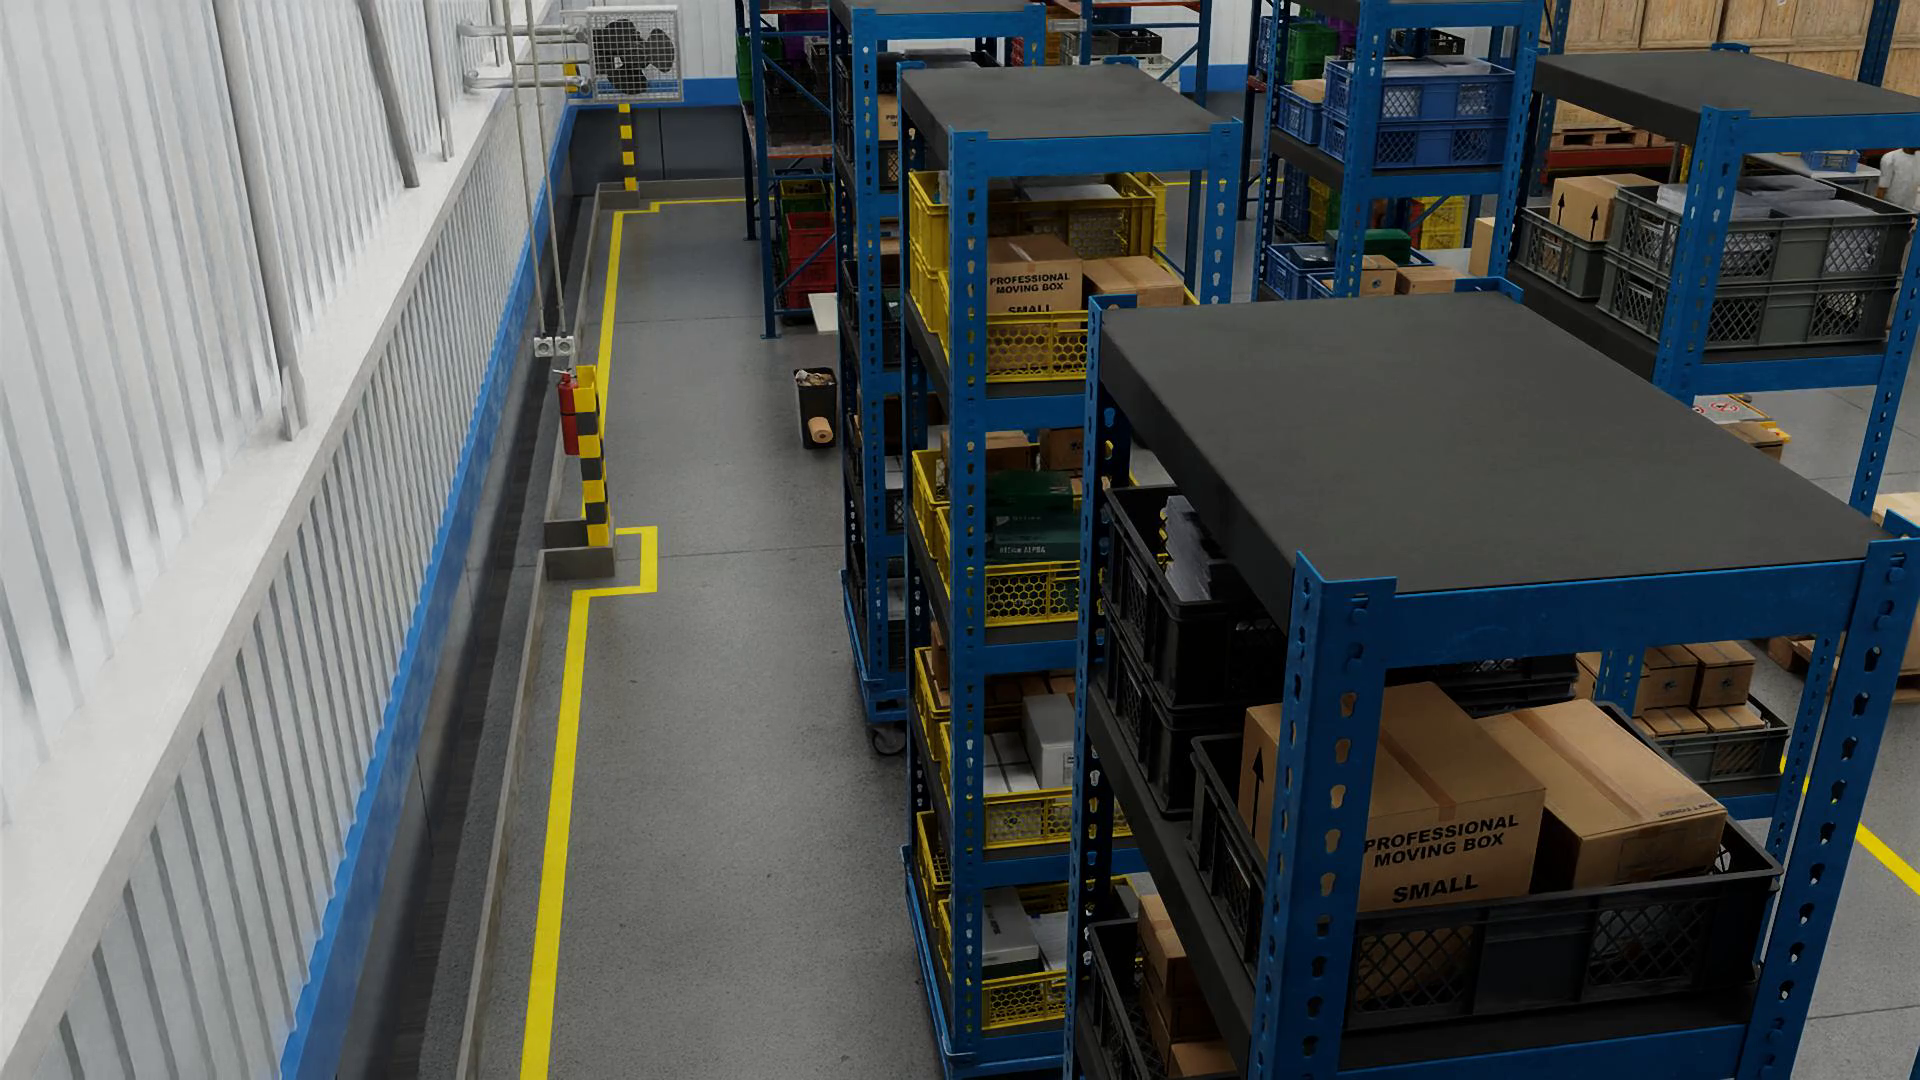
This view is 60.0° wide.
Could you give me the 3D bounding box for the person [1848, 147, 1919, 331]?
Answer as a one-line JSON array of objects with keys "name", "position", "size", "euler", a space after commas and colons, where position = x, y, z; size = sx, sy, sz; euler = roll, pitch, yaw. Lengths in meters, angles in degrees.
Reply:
[{"name": "person", "position": [7.971, -2.691, 14.224], "size": [0.520, 1.865, 0.328], "euler": [-14, 28, -27]}]
